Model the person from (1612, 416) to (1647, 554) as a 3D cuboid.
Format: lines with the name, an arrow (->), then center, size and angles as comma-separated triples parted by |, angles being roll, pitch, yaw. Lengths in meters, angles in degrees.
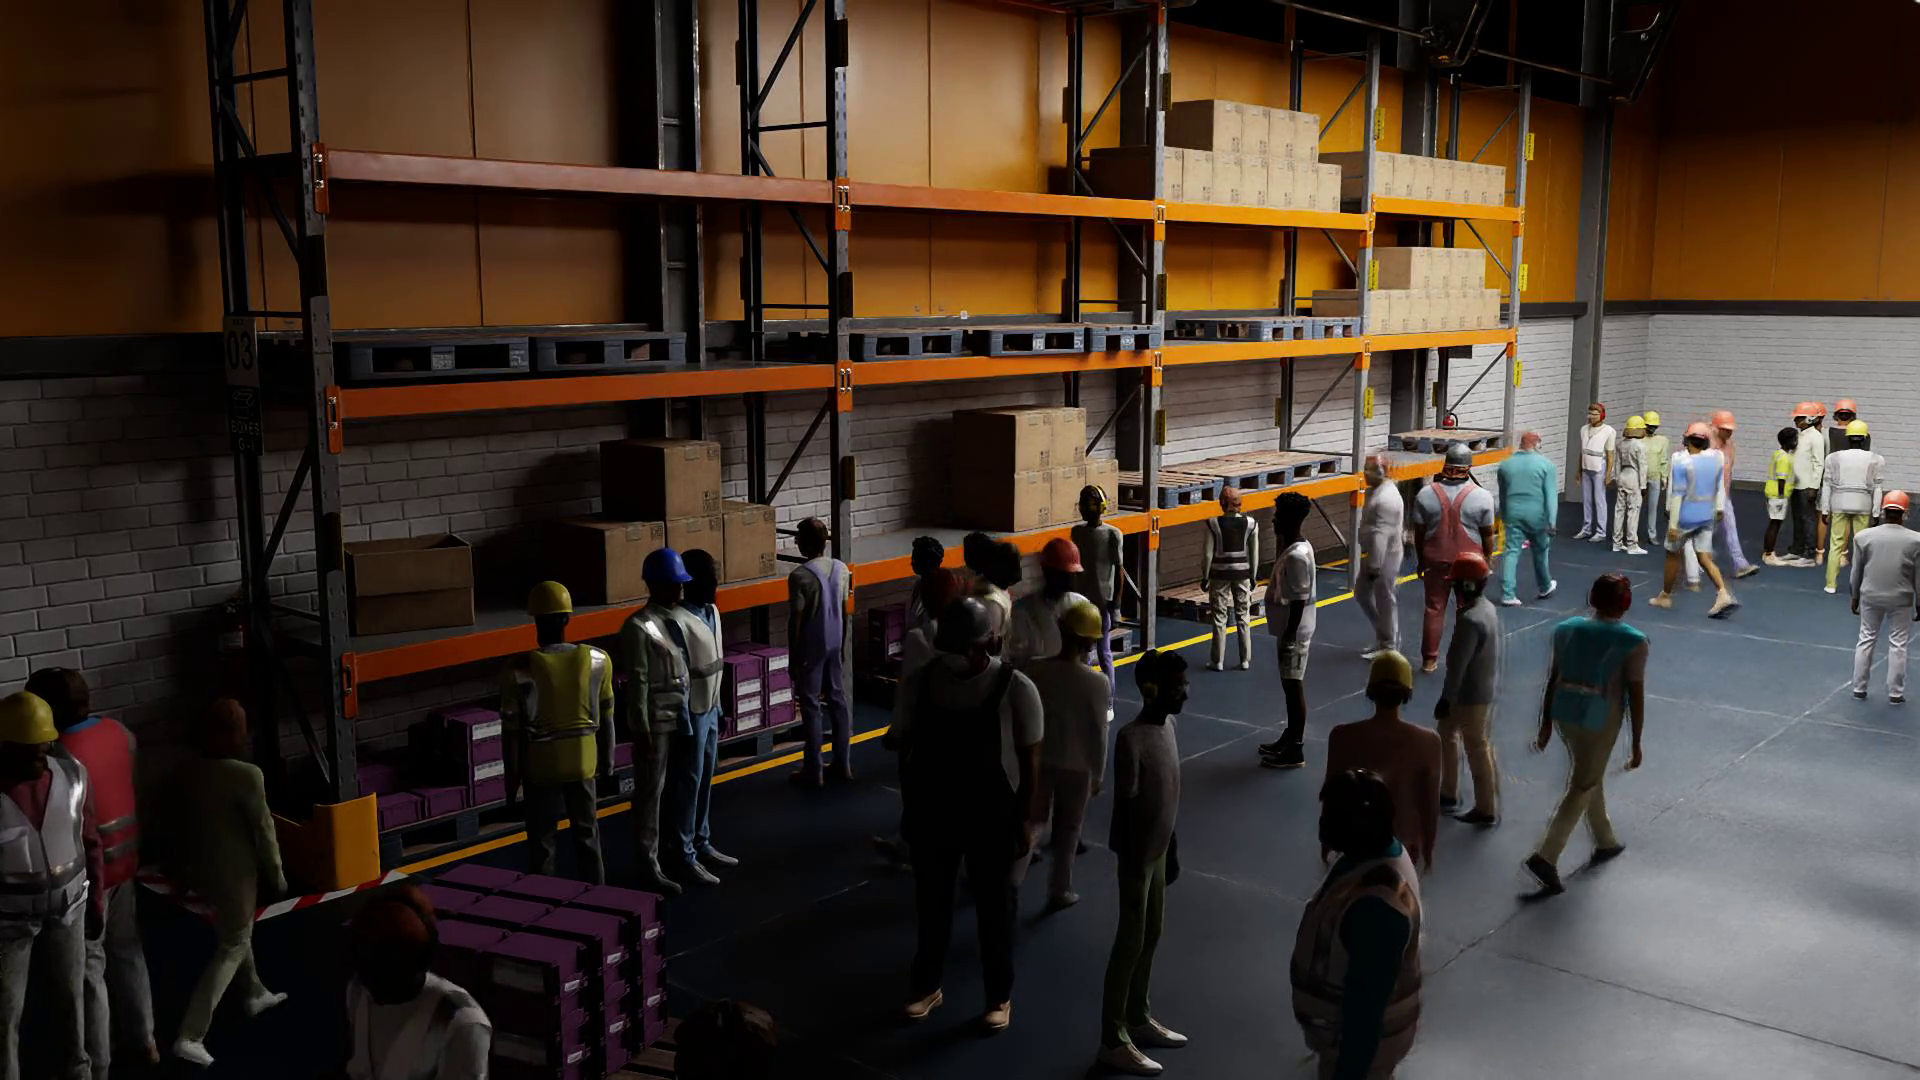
person -> 8.503, -0.700, 21.046 | 0.296, 1.745, 0.485 | -4, 9, -22

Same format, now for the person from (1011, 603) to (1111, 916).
person -> 0.520, 1.197, 8.844 | 0.554, 1.729, 0.586 | 5, 10, 28

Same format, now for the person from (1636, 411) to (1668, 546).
person -> 8.932, -0.797, 21.625 | 0.525, 1.760, 0.341 | 1, 9, 5

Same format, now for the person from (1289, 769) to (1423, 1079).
person -> 1.310, 1.658, 5.548 | 0.428, 1.841, 0.640 | 2, 9, 13

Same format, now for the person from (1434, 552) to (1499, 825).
person -> 3.140, 0.936, 10.548 | 0.655, 1.729, 0.568 | 4, 10, 23

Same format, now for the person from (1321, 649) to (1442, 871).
person -> 1.938, 1.377, 7.628 | 0.534, 1.745, 0.583 | 1, 9, 4

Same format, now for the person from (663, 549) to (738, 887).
person -> -1.518, 0.997, 9.534 | 0.392, 1.922, 0.593 | 2, 9, 11

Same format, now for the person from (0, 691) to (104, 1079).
person -> -3.711, 1.495, 6.649 | 0.403, 1.825, 0.595 | 7, 11, 37

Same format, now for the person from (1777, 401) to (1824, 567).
person -> 10.167, -0.674, 20.069 | 0.395, 1.993, 0.614 | 1, 9, 4

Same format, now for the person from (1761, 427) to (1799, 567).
person -> 9.914, -0.528, 20.117 | 0.324, 1.686, 0.548 | 3, 9, 19

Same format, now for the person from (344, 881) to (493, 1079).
person -> -1.467, 1.803, 4.561 | 0.594, 1.856, 0.400 | 8, 12, 41

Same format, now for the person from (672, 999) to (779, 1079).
person -> -0.476, 1.926, 3.828 | 0.351, 1.837, 0.503 | -2, 9, -14

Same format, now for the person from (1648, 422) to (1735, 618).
person -> 7.598, -0.208, 17.099 | 0.647, 1.994, 0.991 | -3, 9, -20

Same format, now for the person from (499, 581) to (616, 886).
person -> -2.054, 1.159, 8.501 | 0.588, 1.918, 0.394 | -5, 10, -31

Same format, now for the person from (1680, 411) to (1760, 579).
person -> 8.774, -0.514, 19.210 | 0.602, 1.931, 1.048 | -3, 9, -19

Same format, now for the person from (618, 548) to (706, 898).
person -> -1.670, 1.007, 9.379 | 0.389, 1.949, 0.604 | 3, 9, 19

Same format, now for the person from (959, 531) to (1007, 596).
person -> 0.120, 0.775, 11.824 | 0.546, 1.687, 0.559 | 4, 10, 24

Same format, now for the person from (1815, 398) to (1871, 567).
person -> 10.592, -0.687, 20.051 | 0.611, 2.032, 0.411 | 4, 10, 26

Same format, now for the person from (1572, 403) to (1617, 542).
person -> 8.413, -0.890, 21.982 | 0.385, 1.837, 0.565 | -3, 9, -21

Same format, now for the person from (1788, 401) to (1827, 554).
person -> 10.764, -0.787, 21.026 | 0.386, 1.929, 0.543 | -3, 9, -16

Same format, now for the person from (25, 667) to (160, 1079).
person -> -3.714, 1.434, 7.034 | 0.431, 1.836, 0.622 | 1, 9, 9

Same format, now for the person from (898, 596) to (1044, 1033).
person -> 0.010, 1.238, 7.596 | 0.674, 2.000, 0.535 | 3, 9, 18

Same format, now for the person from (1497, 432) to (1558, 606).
person -> 6.068, -0.228, 17.724 | 0.700, 1.830, 1.003 | 7, 11, 39

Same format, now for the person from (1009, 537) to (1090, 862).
person -> 0.559, 0.943, 9.873 | 0.567, 1.930, 0.386 | -5, 10, -28

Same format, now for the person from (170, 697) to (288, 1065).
person -> -3.297, 1.488, 7.427 | 0.506, 1.596, 0.826 | 4, 9, 22

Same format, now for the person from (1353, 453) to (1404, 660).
person -> 3.795, 0.157, 15.055 | 0.431, 1.889, 0.667 | 1, 9, 5

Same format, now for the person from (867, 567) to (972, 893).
person -> -0.116, 1.060, 9.424 | 1.006, 1.831, 0.565 | 6, 11, 36

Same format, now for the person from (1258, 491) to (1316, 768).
person -> 2.329, 0.627, 11.772 | 0.367, 1.966, 0.607 | 1, 9, 9

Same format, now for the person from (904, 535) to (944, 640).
person -> -0.220, 0.811, 11.453 | 0.318, 1.697, 0.535 | -4, 10, -22

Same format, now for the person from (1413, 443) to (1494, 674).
person -> 4.309, 0.167, 14.502 | 0.682, 2.000, 0.537 | 4, 10, 26

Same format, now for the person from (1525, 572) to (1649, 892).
person -> 3.593, 1.077, 9.559 | 1.067, 1.769, 0.600 | -6, 11, -36

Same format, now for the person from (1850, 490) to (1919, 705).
person -> 7.568, 0.460, 13.561 | 0.566, 1.744, 0.350 | 7, 12, 40

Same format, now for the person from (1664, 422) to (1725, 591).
person -> 8.169, -0.385, 18.588 | 0.591, 1.864, 0.709 | 0, 9, 2

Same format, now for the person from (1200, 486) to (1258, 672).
person -> 2.371, 0.345, 14.642 | 0.523, 1.638, 0.311 | -1, 9, -8

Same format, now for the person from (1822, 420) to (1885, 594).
person -> 9.749, -0.347, 18.206 | 0.587, 1.920, 0.395 | 5, 10, 28

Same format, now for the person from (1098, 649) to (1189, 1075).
person -> 0.826, 1.383, 7.263 | 0.330, 1.861, 0.506 | 5, 10, 28

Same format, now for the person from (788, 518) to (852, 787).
person -> -0.970, 0.760, 11.351 | 0.509, 1.838, 0.333 | -8, 12, -43

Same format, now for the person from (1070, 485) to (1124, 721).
person -> 1.024, 0.500, 12.900 | 0.534, 1.869, 0.315 | 7, 11, 40
